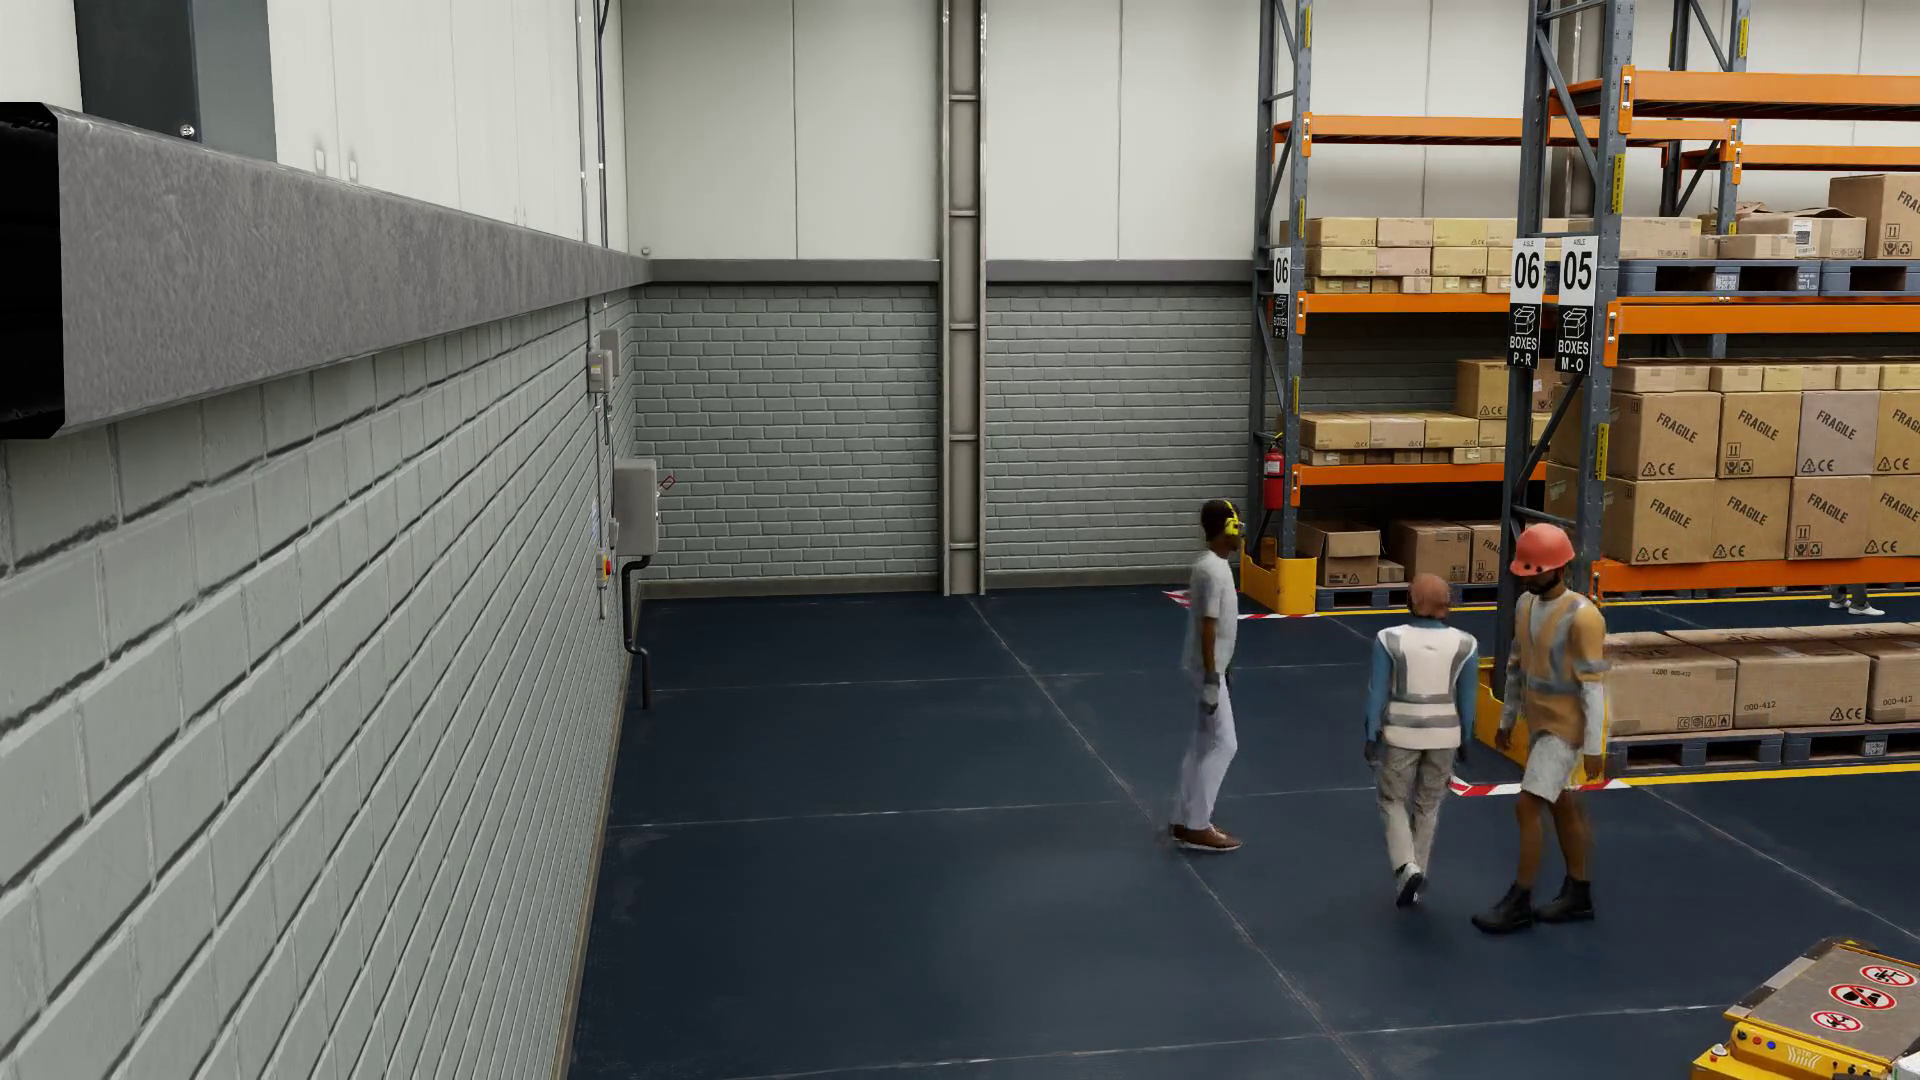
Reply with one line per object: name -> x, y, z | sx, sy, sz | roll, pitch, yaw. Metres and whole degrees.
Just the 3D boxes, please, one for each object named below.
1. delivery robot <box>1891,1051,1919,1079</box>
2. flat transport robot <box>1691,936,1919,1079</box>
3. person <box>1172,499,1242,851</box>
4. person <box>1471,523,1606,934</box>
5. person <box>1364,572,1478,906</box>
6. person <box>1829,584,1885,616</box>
delivery robot -> 3.456, 1.816, 5.578 | 0.707, 0.478, 0.477 | -6, 11, -31
flat transport robot -> 3.441, 1.872, 6.391 | 1.431, 0.197, 0.652 | -9, 13, -43
person -> 1.317, 0.702, 8.813 | 0.404, 1.835, 0.567 | 0, 9, 1
person -> 2.628, 0.858, 7.613 | 0.779, 1.895, 0.575 | -2, 9, -12
person -> 2.174, 0.967, 7.838 | 0.524, 1.622, 0.489 | 1, 9, 4
person -> 7.986, -0.289, 14.659 | 0.388, 1.919, 0.585 | -2, 9, -11
